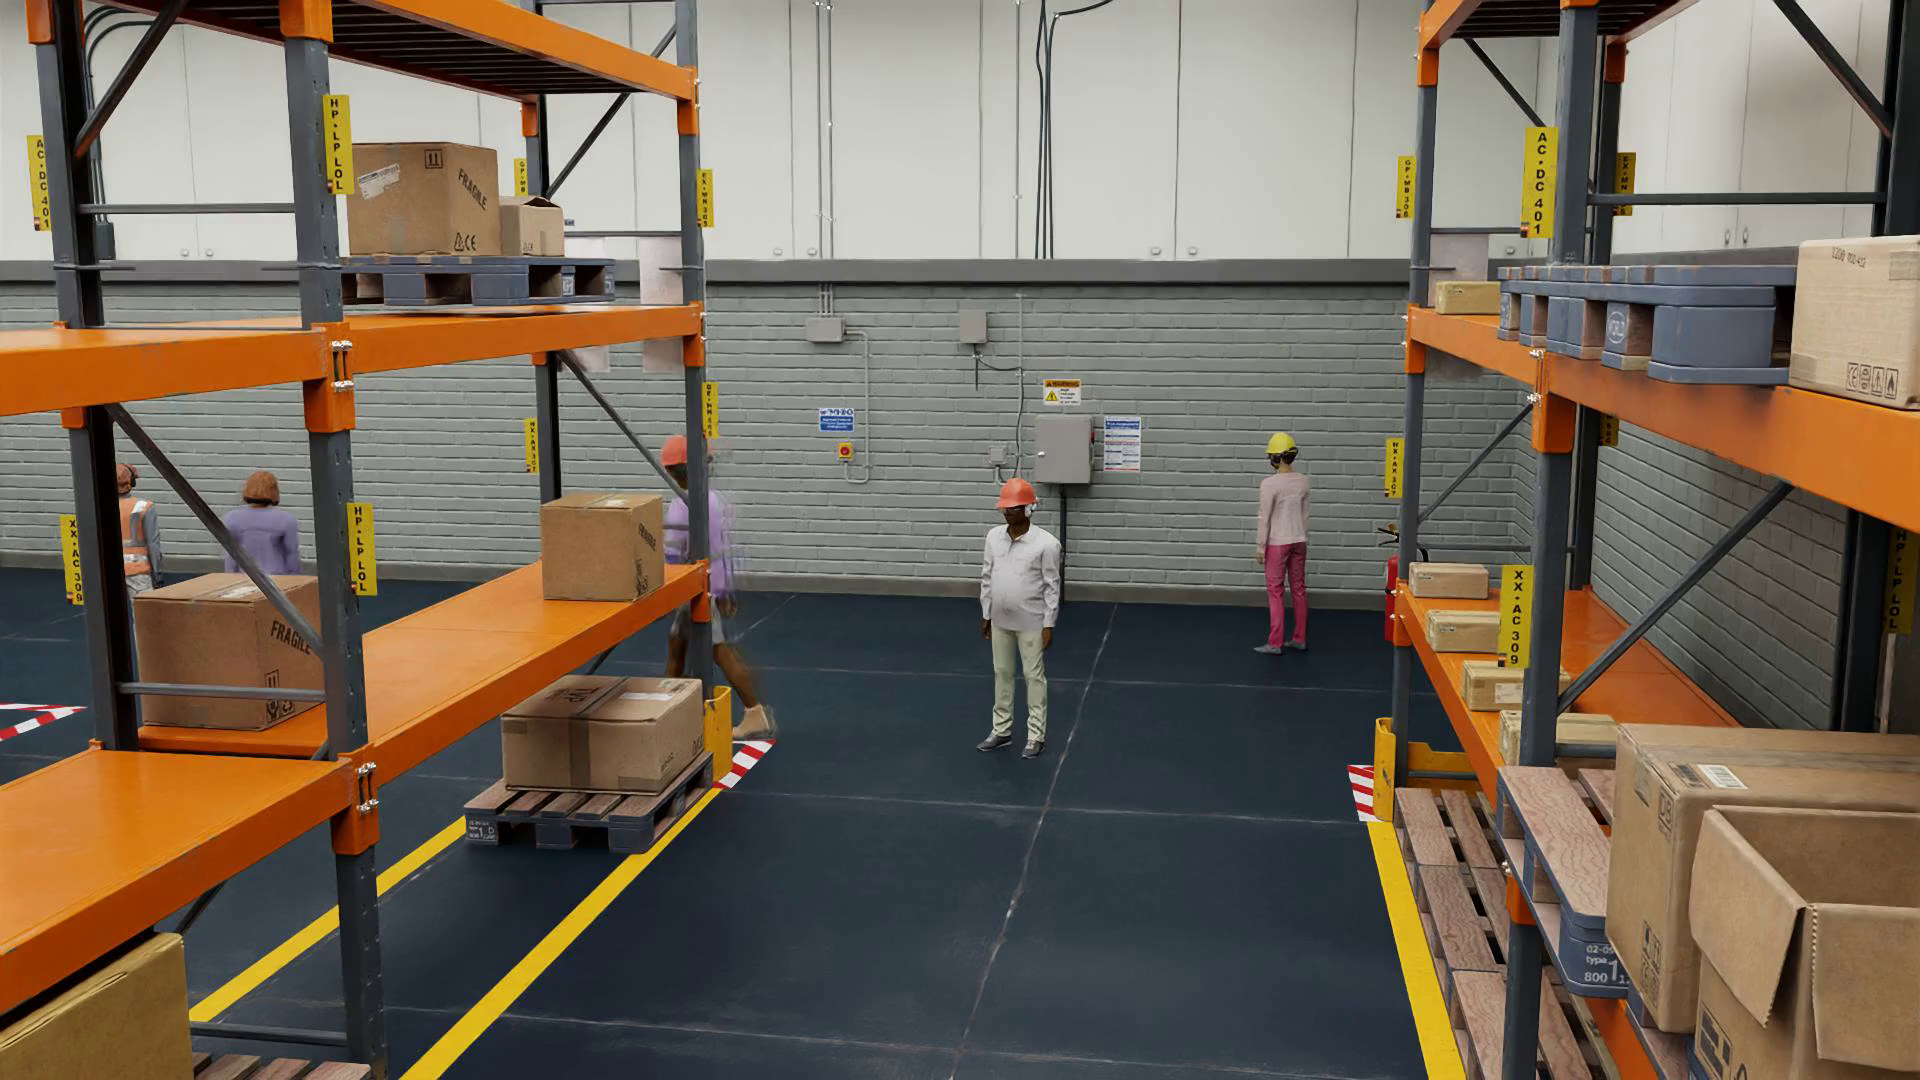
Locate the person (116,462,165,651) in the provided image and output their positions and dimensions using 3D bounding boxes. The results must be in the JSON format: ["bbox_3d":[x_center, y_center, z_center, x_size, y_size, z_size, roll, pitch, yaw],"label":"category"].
[{"bbox_3d":[-6.117,0.250,12.227,0.516,1.633,0.316,0,9,3],"label":"person"}]

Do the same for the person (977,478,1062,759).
[{"bbox_3d":[0.355,0.482,10.405,0.559,1.751,0.326,6,11,34],"label":"person"}]

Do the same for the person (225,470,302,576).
[{"bbox_3d":[-4.957,0.309,11.879,0.517,1.615,0.382,-1,9,-6],"label":"person"}]

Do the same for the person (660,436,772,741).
[{"bbox_3d":[-1.703,0.316,10.769,1.081,1.982,0.611,1,9,8],"label":"person"}]

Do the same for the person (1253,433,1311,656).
[{"bbox_3d":[2.547,0.031,13.188,0.522,1.758,0.350,-6,11,-34],"label":"person"}]
